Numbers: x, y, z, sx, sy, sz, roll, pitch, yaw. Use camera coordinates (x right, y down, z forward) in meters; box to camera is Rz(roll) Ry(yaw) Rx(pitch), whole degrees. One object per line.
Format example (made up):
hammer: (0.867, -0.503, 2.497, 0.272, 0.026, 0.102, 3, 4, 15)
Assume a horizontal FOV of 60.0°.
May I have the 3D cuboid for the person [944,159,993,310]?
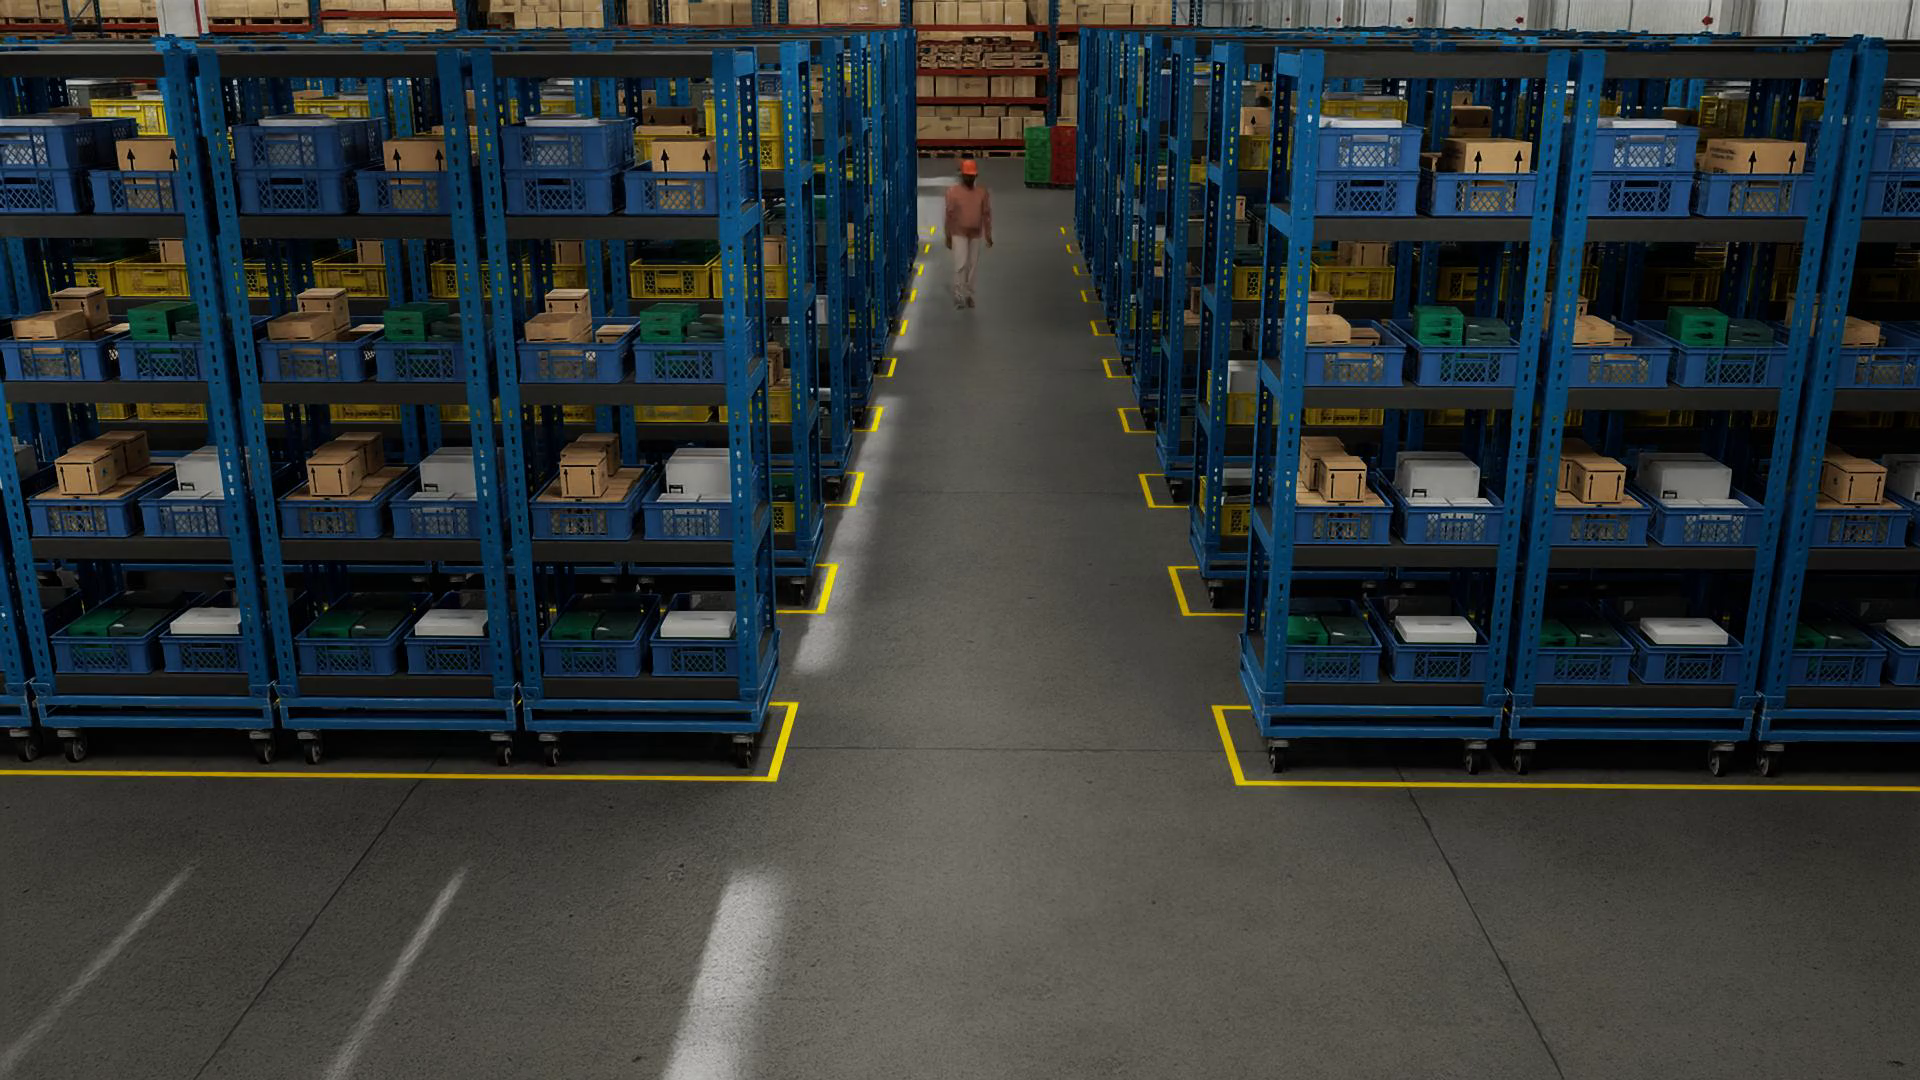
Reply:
person: (0.130, -4.033, 22.001, 0.612, 1.969, 0.654, -6, 18, -18)
